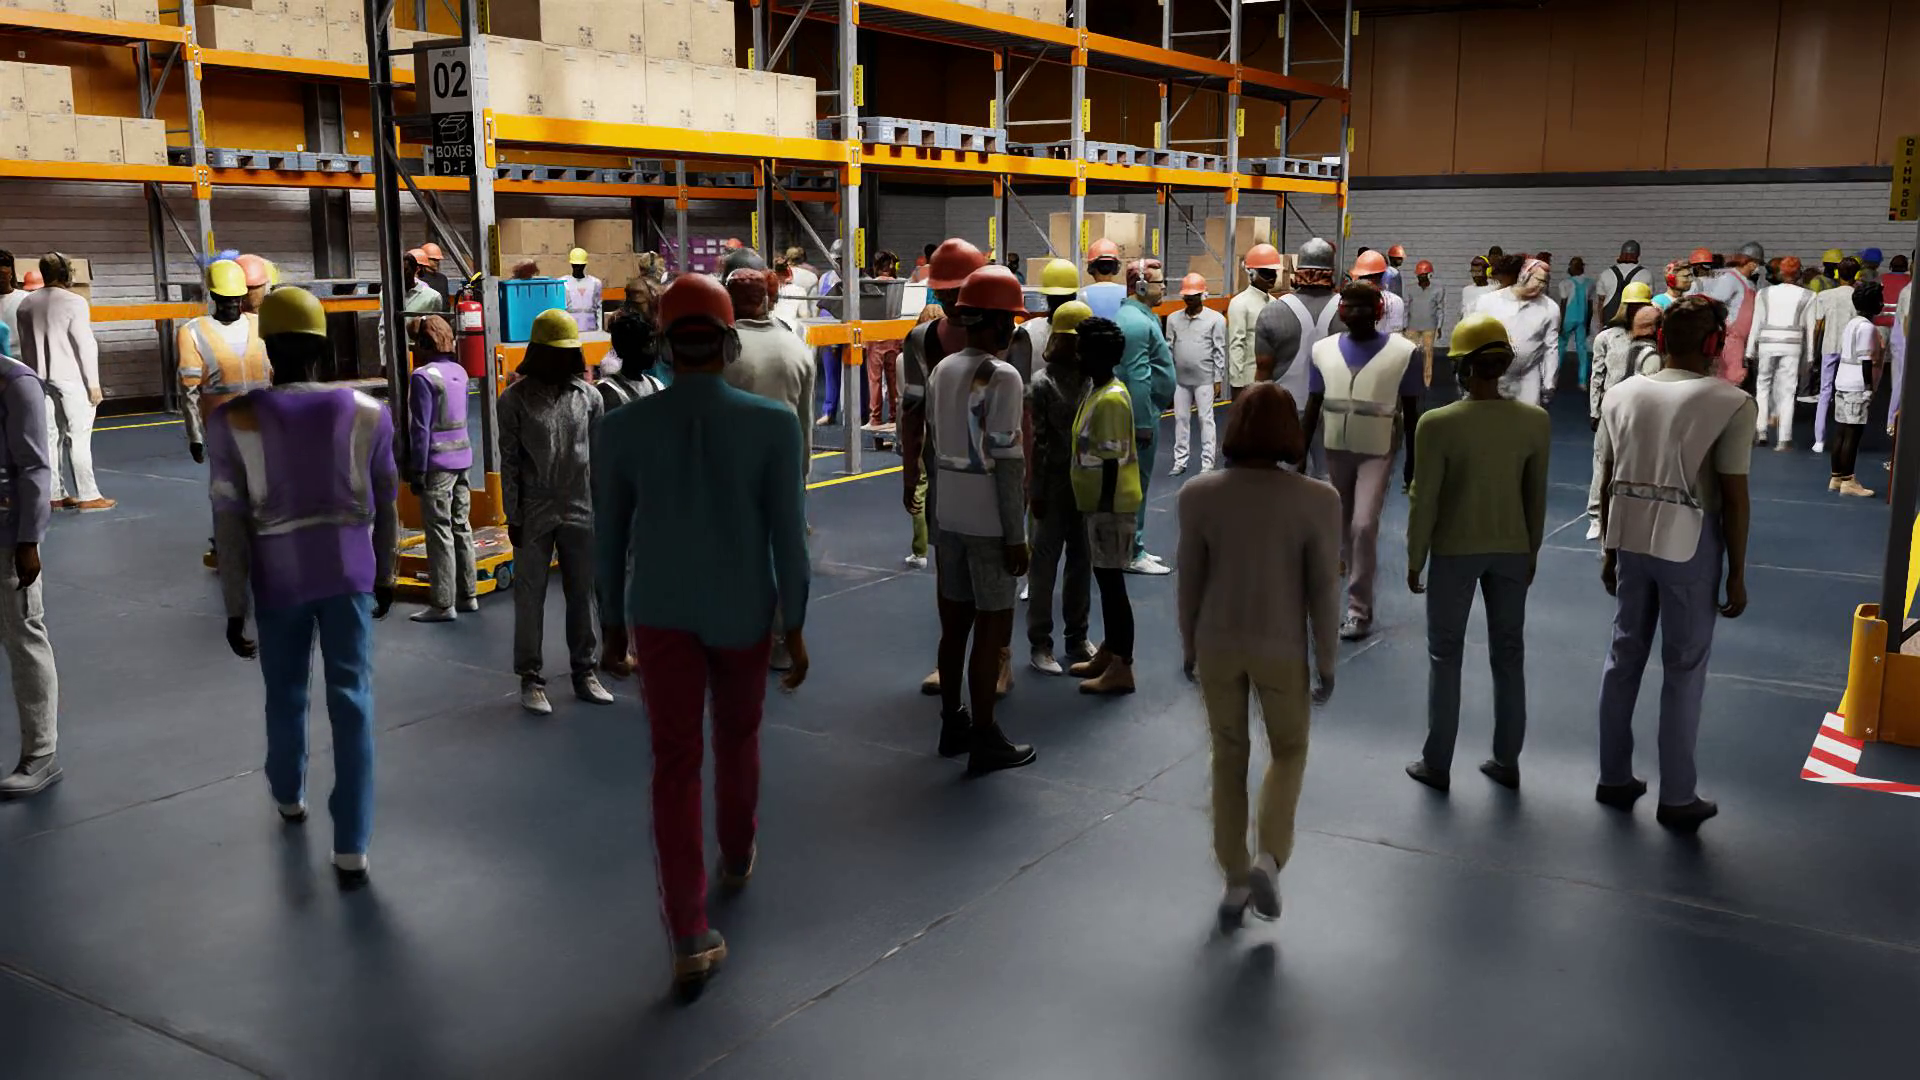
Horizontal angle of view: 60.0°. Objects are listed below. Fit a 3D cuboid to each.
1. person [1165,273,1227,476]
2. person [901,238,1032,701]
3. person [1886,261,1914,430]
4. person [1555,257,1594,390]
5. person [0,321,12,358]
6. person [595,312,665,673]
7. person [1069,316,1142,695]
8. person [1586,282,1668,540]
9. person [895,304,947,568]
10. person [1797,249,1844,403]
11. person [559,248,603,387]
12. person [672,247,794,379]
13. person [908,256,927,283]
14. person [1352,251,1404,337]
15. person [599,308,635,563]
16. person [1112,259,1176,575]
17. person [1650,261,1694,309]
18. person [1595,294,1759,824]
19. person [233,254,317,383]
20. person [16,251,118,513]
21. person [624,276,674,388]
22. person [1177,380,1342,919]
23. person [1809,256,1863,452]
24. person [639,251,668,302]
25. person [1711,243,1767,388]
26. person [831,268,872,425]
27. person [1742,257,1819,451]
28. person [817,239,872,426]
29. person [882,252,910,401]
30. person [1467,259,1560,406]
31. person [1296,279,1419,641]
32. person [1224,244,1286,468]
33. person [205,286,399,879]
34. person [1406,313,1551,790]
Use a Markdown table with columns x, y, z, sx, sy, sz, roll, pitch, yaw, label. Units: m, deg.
| x | y | z | sx | sy | sz | roll | pitch | yaw | label |
| --- | --- | --- | --- | --- | --- | --- | --- | --- | --- |
| 1.986 | -1.397 | 14.193 | 0.566 | 1.744 | 0.350 | 7 | 12 | 33 | person |
| 0.016 | -0.303 | 7.354 | 0.613 | 2.031 | 0.410 | 4 | 11 | 20 | person |
| 10.084 | -2.069 | 17.673 | 0.339 | 1.834 | 0.523 | 6 | 12 | 32 | person |
| 8.408 | -2.966 | 22.791 | 0.520 | 1.779 | 0.935 | -1 | 10 | -4 | person |
| -7.702 | -1.179 | 12.998 | 0.349 | 1.740 | 0.574 | 7 | 12 | 33 | person |
| -1.542 | -0.229 | 7.873 | 0.320 | 1.694 | 0.535 | 5 | 11 | 24 | person |
| 0.656 | -0.157 | 7.482 | 0.309 | 1.689 | 0.516 | -1 | 10 | -3 | person |
| 4.490 | -0.856 | 11.194 | 0.487 | 1.746 | 0.287 | 3 | 11 | 14 | person |
| -0.157 | -0.638 | 10.293 | 0.502 | 1.633 | 0.280 | -3 | 11 | -14 | person |
| 10.773 | -2.660 | 20.725 | 0.584 | 1.918 | 0.409 | -8 | 13 | -36 | person |
| -4.613 | -2.577 | 20.235 | 0.590 | 1.923 | 0.384 | -6 | 12 | -29 | person |
| -1.232 | -0.629 | 9.114 | 0.686 | 2.000 | 0.953 | -3 | 11 | -15 | person |
| -0.639 | -3.937 | 28.243 | 0.334 | 1.749 | 0.571 | 9 | 13 | 40 | person |
| 3.423 | -1.451 | 13.972 | 0.543 | 1.932 | 0.376 | 7 | 12 | 34 | person |
| -2.098 | -0.607 | 10.181 | 0.417 | 1.612 | 0.560 | 0 | 10 | 2 | person |
| 1.113 | -0.751 | 10.167 | 0.408 | 1.909 | 0.638 | 0 | 10 | 0 | person |
| 6.028 | -1.446 | 14.171 | 0.565 | 1.850 | 0.390 | -8 | 13 | -38 | person |
| 2.467 | 0.069 | 5.809 | 0.393 | 1.838 | 0.560 | -7 | 12 | -32 | person |
| -4.429 | -0.837 | 10.556 | 0.624 | 1.953 | 0.927 | -6 | 12 | -30 | person |
| -6.654 | -1.163 | 12.356 | 0.627 | 1.941 | 0.372 | 3 | 11 | 17 | person |
| -1.858 | -0.698 | 10.157 | 0.517 | 1.809 | 0.403 | 4 | 11 | 23 | person |
| 0.859 | 0.343 | 4.905 | 0.495 | 1.616 | 0.437 | 4 | 11 | 20 | person |
| 8.383 | -1.757 | 15.840 | 0.521 | 1.870 | 0.319 | 7 | 12 | 33 | person |
| -2.723 | -1.553 | 14.562 | 0.382 | 1.929 | 0.628 | -4 | 11 | -22 | person |
| 8.293 | -2.186 | 17.743 | 0.556 | 2.000 | 0.721 | 9 | 13 | 40 | person |
| -1.137 | -2.182 | 18.102 | 0.600 | 1.909 | 0.398 | -5 | 11 | -24 | person |
| 7.973 | -1.808 | 16.170 | 0.679 | 1.851 | 0.647 | 7 | 13 | 35 | person |
| -1.272 | -2.240 | 18.043 | 0.675 | 2.000 | 0.537 | 4 | 11 | 23 | person |
| -0.850 | -2.641 | 20.742 | 0.534 | 1.868 | 0.309 | 3 | 11 | 18 | person |
| 4.399 | -1.291 | 13.252 | 0.698 | 1.875 | 0.468 | 4 | 11 | 19 | person |
| 1.995 | -0.411 | 8.509 | 0.582 | 1.813 | 0.773 | 7 | 12 | 34 | person |
| 2.164 | -1.150 | 12.130 | 0.397 | 1.992 | 0.623 | 8 | 13 | 36 | person |
| -2.134 | 0.115 | 5.478 | 0.596 | 1.868 | 1.022 | -6 | 12 | -28 | person |
| 1.896 | 0.050 | 6.141 | 0.527 | 1.761 | 0.340 | -1 | 10 | -6 | person |
